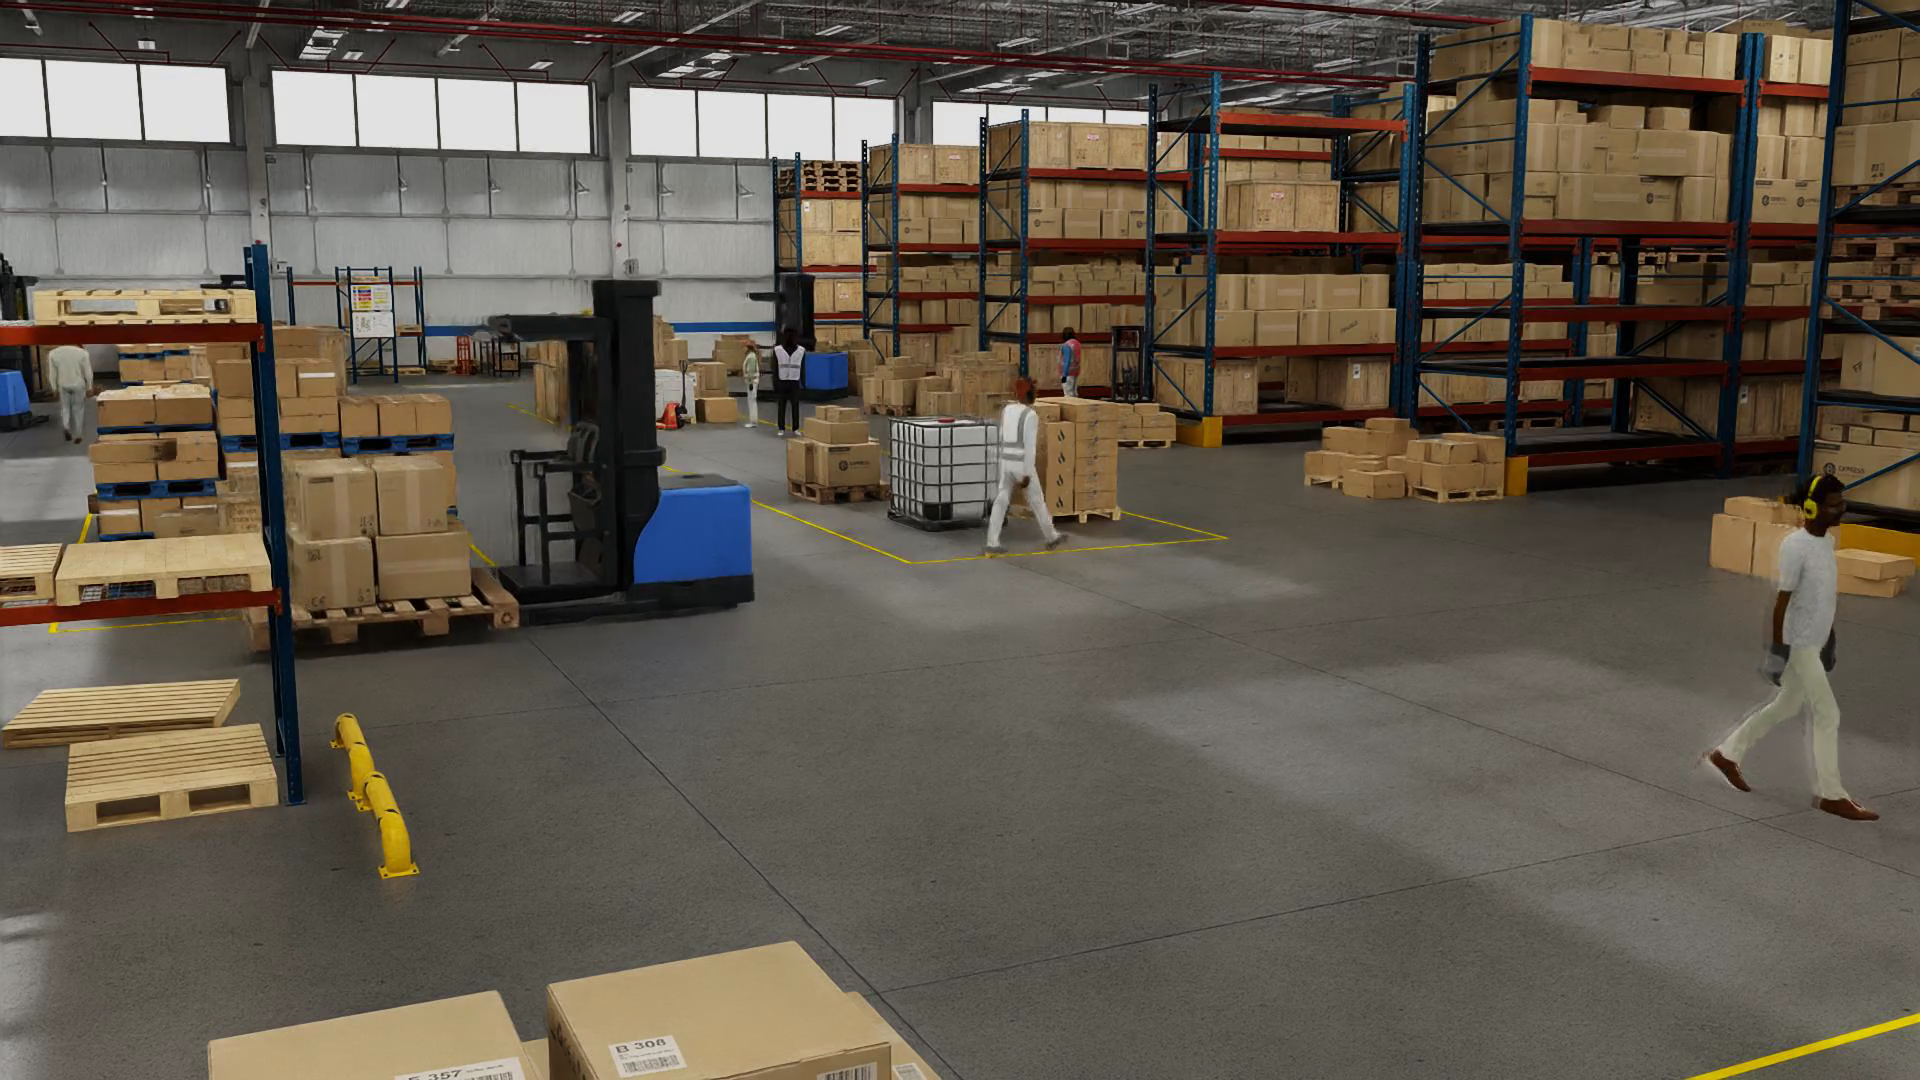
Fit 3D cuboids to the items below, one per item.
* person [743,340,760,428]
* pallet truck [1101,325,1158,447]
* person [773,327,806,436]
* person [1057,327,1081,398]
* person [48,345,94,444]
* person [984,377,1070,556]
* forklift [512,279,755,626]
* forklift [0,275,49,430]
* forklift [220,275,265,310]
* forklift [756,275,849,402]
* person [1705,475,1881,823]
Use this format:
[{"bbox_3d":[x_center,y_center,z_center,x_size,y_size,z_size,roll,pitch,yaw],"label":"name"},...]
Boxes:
[{"bbox_3d":[-3.894,-2.913,31.033,0.310,1.634,0.519,-2,9,-11],"label":"person"},{"bbox_3d":[2.881,-2.596,27.923,0.823,1.965,1.885,-1,9,-7],"label":"pallet truck"},{"bbox_3d":[-3.015,-2.795,29.402,0.587,1.920,0.392,-2,9,-13],"label":"person"},{"bbox_3d":[2.098,-3.198,32.141,0.429,1.841,0.633,4,10,24],"label":"person"},{"bbox_3d":[-14.972,-2.585,28.075,0.639,1.920,0.442,-2,9,-15],"label":"person"},{"bbox_3d":[0.664,-0.755,17.062,1.029,1.819,0.579,-7,11,-36],"label":"person"},{"bbox_3d":[-2.800,-0.808,14.101,1.873,2.768,1.129,-4,10,-25],"label":"forklift"},{"bbox_3d":[-17.775,-3.458,30.544,1.129,2.768,1.873,-2,9,-10],"label":"forklift"},{"bbox_3d":[-16.234,-4.646,37.910,1.129,2.768,1.873,0,9,2],"label":"forklift"},{"bbox_3d":[-3.530,-4.517,37.113,1.873,2.768,1.129,3,10,20],"label":"forklift"},{"bbox_3d":[4.529,0.540,8.987,0.530,1.836,0.918,-8,12,-42],"label":"person"}]
